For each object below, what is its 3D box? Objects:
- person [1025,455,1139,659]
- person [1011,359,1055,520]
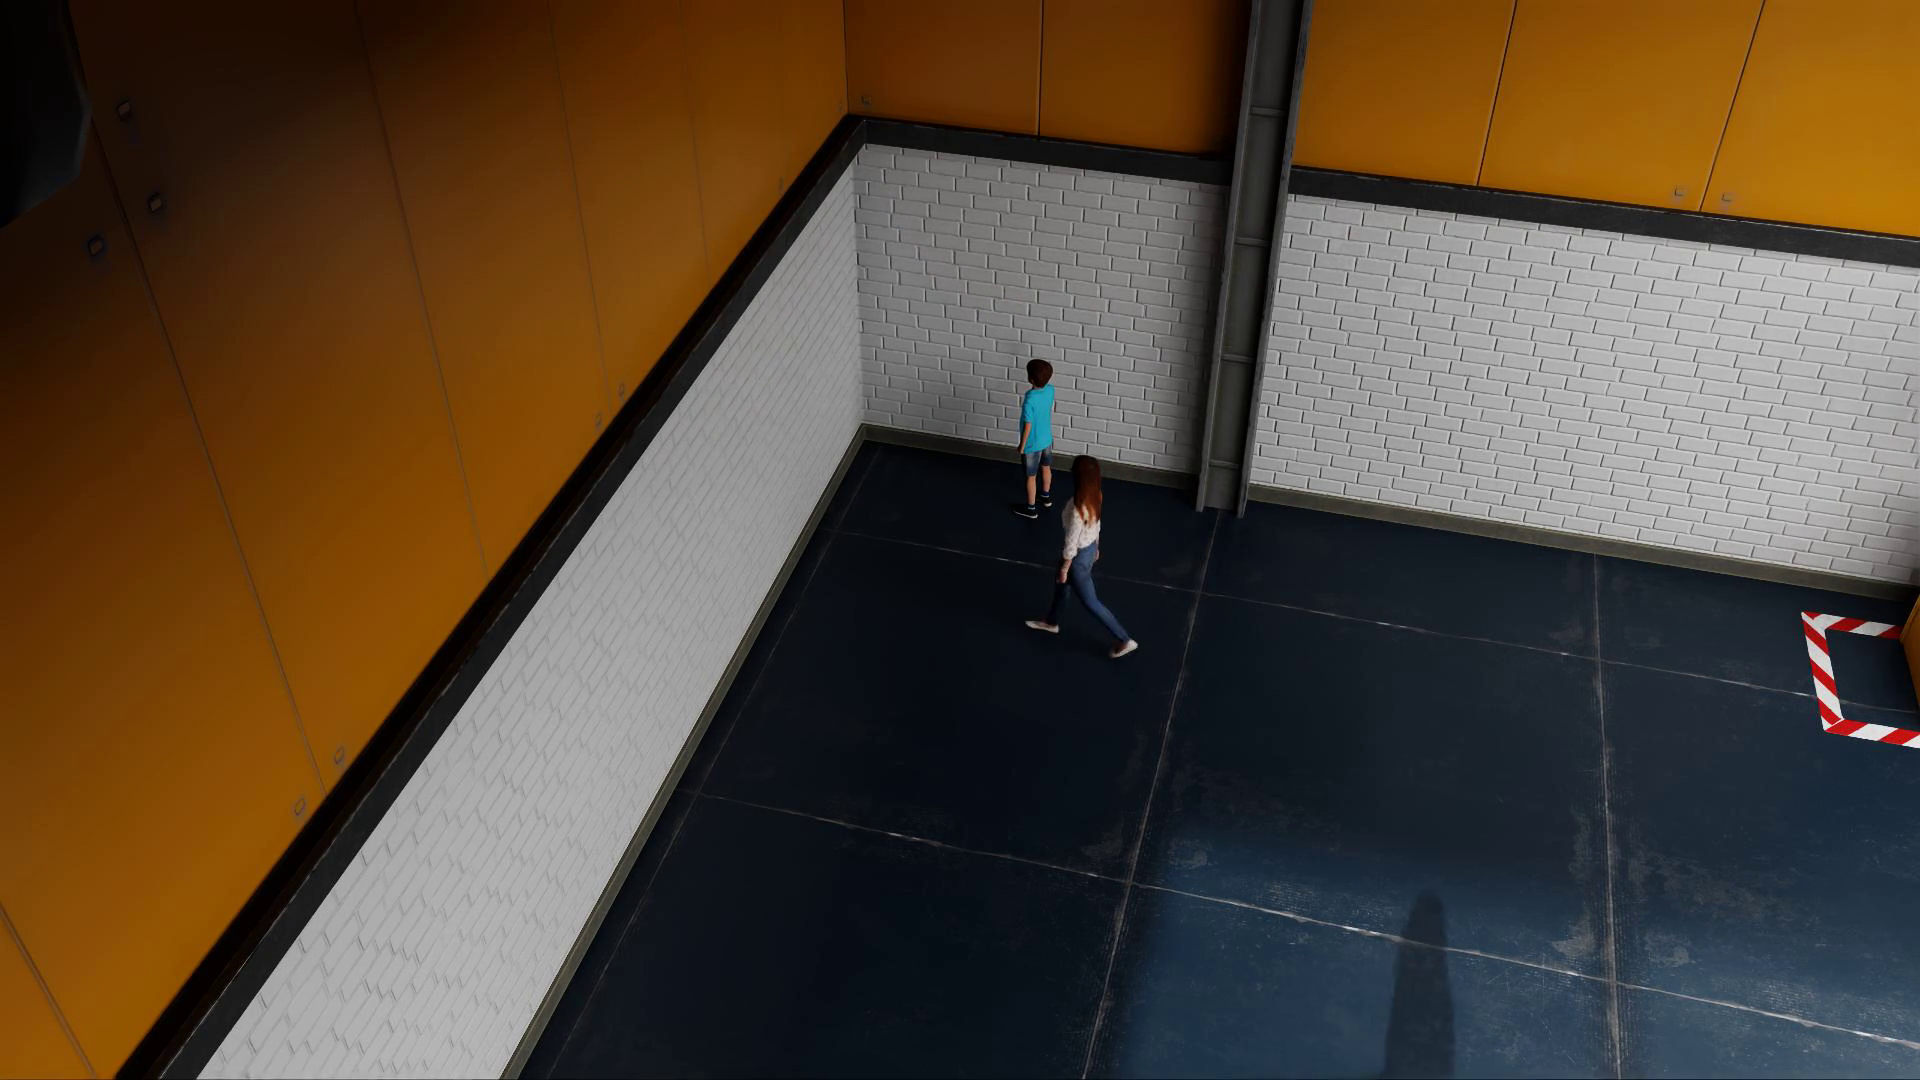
[{"bbox_3d":[0.953,0.151,11.988,1.160,1.694,0.678,14,41,17],"label":"person"},{"bbox_3d":[0.619,-0.835,13.421,0.591,1.448,0.588,27,46,30],"label":"person"}]
